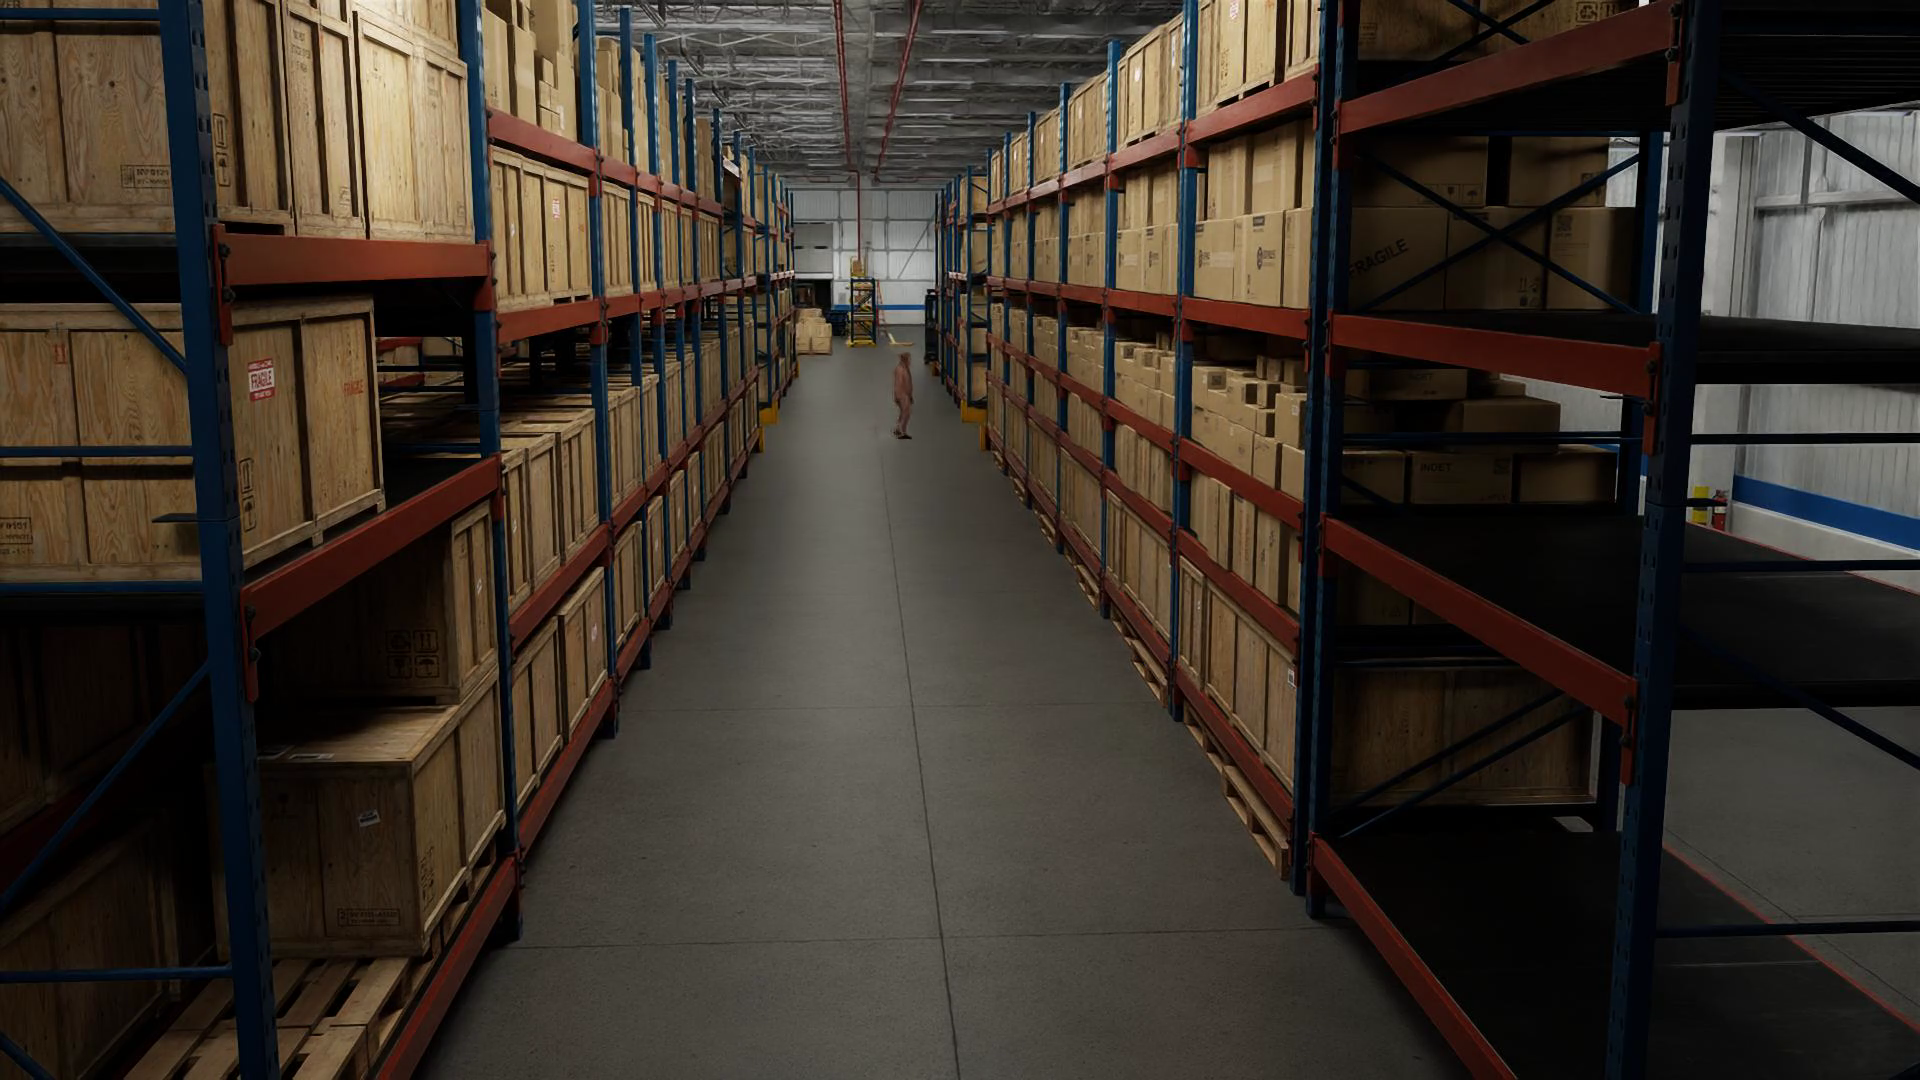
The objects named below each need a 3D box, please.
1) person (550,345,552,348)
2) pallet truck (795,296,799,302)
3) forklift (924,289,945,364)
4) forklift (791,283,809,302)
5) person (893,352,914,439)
[{"bbox_3d":[-10.339,-4.059,41.927,0.631,1.806,0.917,-1,10,-4],"label":"person"},{"bbox_3d":[-8.622,-12.439,91.403,1.885,1.965,0.823,2,10,13],"label":"pallet truck"},{"bbox_3d":[-0.785,-8.057,62.595,1.129,2.768,1.873,-1,10,-3],"label":"forklift"},{"bbox_3d":[-7.724,-10.941,79.820,1.129,2.768,1.873,-3,10,-20],"label":"forklift"},{"bbox_3d":[-1.181,-3.116,36.019,0.439,1.888,0.685,3,10,17],"label":"person"}]
